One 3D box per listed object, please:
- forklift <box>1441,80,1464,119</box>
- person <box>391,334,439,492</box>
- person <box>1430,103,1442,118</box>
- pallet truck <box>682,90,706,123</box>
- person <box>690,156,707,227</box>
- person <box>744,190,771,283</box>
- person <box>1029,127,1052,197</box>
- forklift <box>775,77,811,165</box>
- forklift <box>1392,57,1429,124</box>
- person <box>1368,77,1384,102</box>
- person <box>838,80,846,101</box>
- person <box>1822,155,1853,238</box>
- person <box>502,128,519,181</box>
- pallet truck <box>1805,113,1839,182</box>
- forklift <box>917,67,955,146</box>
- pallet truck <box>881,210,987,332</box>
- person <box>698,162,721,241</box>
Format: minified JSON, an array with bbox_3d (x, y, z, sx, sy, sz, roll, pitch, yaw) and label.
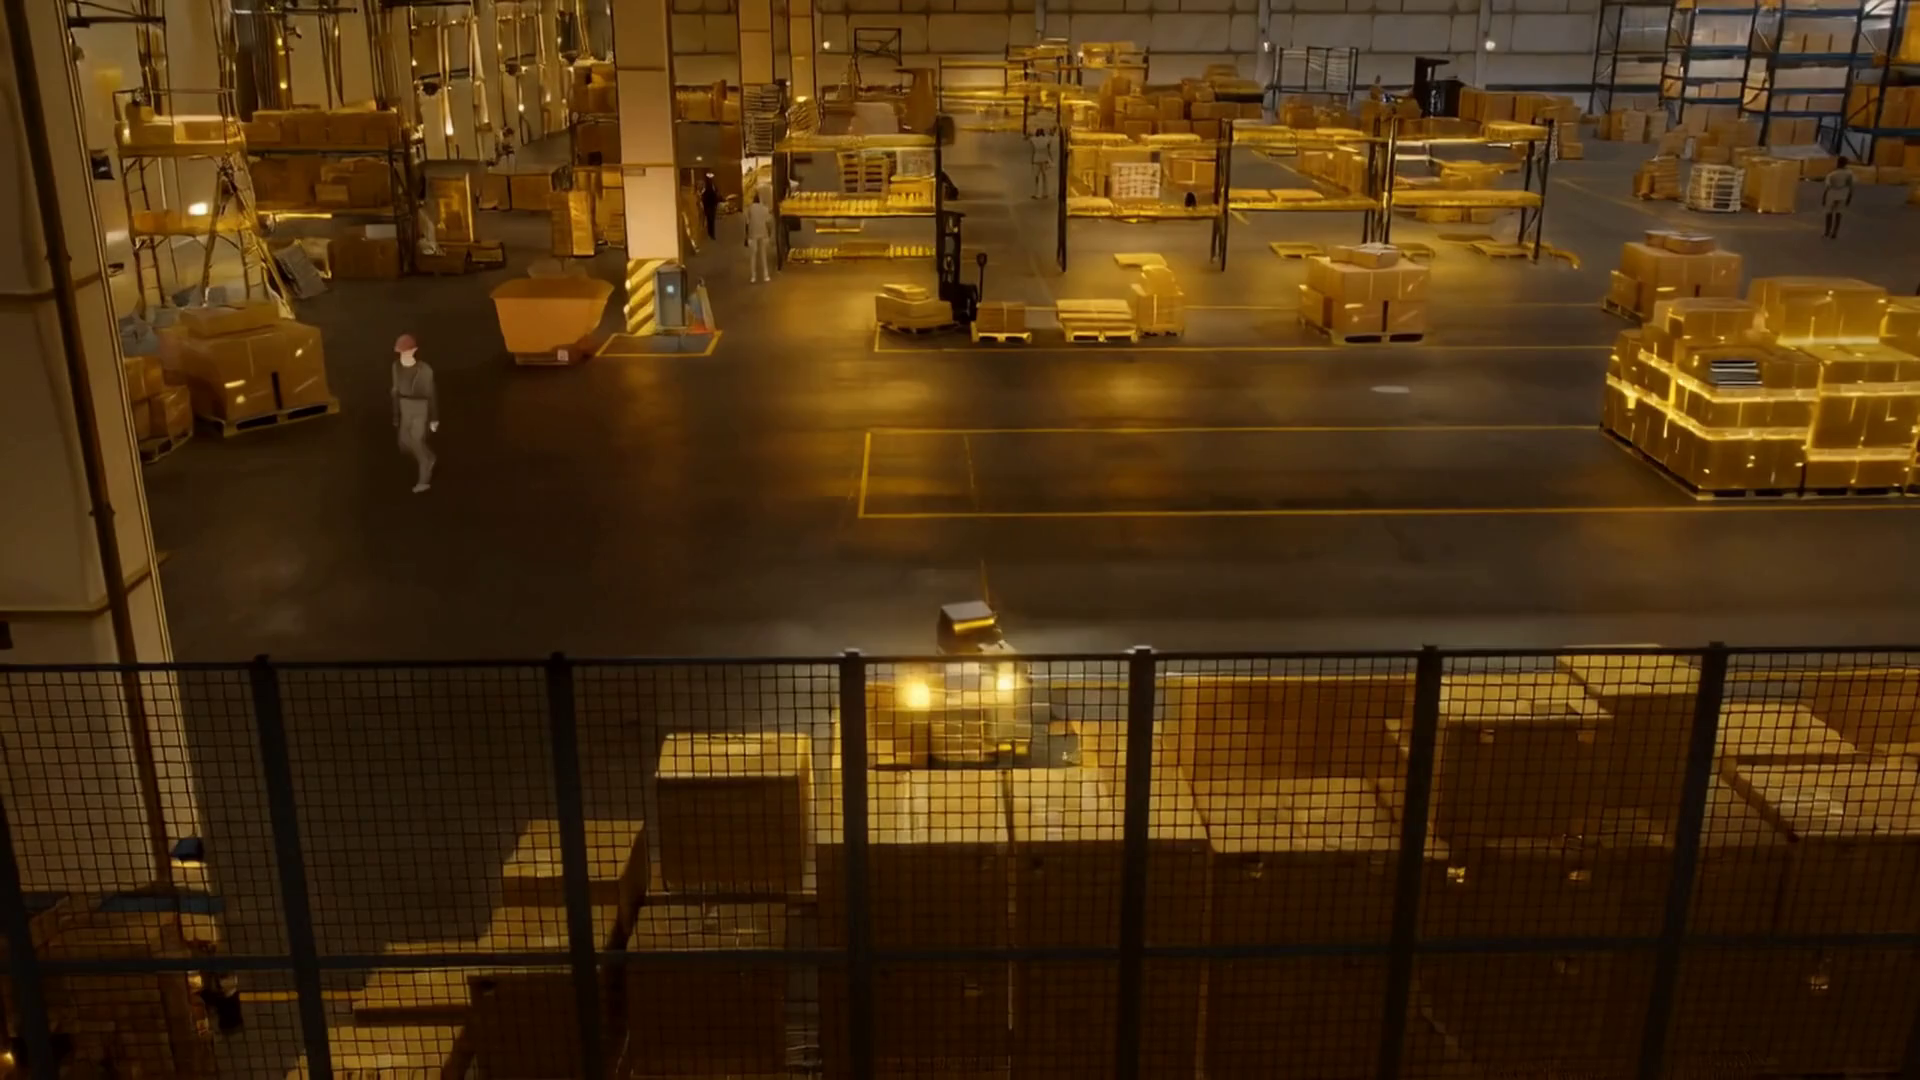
[{"bbox_3d":[15.644,-13.239,53.146,1.873,2.768,1.129,-1,19,-1],"label":"forklift"},{"bbox_3d":[-6.512,-1.544,19.942,0.613,1.910,0.519,9,20,24],"label":"person"},{"bbox_3d":[15.816,-13.457,55.158,0.625,1.990,0.395,-1,19,-2],"label":"person"},{"bbox_3d":[-9.671,-15.907,62.421,0.823,1.965,1.885,5,19,15],"label":"pallet truck"},{"bbox_3d":[-6.434,-8.652,41.292,0.494,1.741,0.315,-1,19,-2],"label":"person"},{"bbox_3d":[-4.093,-6.139,33.646,0.537,1.865,0.312,-1,19,-2],"label":"person"},{"bbox_3d":[2.263,-10.644,46.896,0.637,1.938,0.355,-1,19,-2],"label":"person"},{"bbox_3d":[-5.920,-13.893,55.085,1.873,2.768,1.129,-1,19,-1],"label":"forklift"},{"bbox_3d":[18.965,-18.497,68.745,1.873,2.768,1.129,-1,19,-1],"label":"forklift"},{"bbox_3d":[17.789,-18.824,71.166,0.637,1.936,0.355,-1,19,-2],"label":"person"},{"bbox_3d":[-5.024,-18.237,69.480,0.807,1.916,0.547,-7,20,-19],"label":"person"},{"bbox_3d":[20.789,-8.120,39.429,0.610,1.938,0.805,8,20,22],"label":"person"},{"bbox_3d":[-13.730,-11.786,50.824,0.519,1.588,0.866,-2,19,-7],"label":"person"},{"bbox_3d":[26.403,-11.957,50.702,0.823,1.965,1.885,6,19,16],"label":"pallet truck"},{"bbox_3d":[-1.207,-15.890,61.010,1.873,2.768,1.129,-10,21,-27],"label":"forklift"},{"bbox_3d":[-0.493,-4.759,29.349,1.885,1.965,0.823,-13,23,-34],"label":"pallet truck"},{"bbox_3d":[-5.862,-7.932,39.057,0.515,1.824,0.784,-9,21,-25],"label":"person"}]
